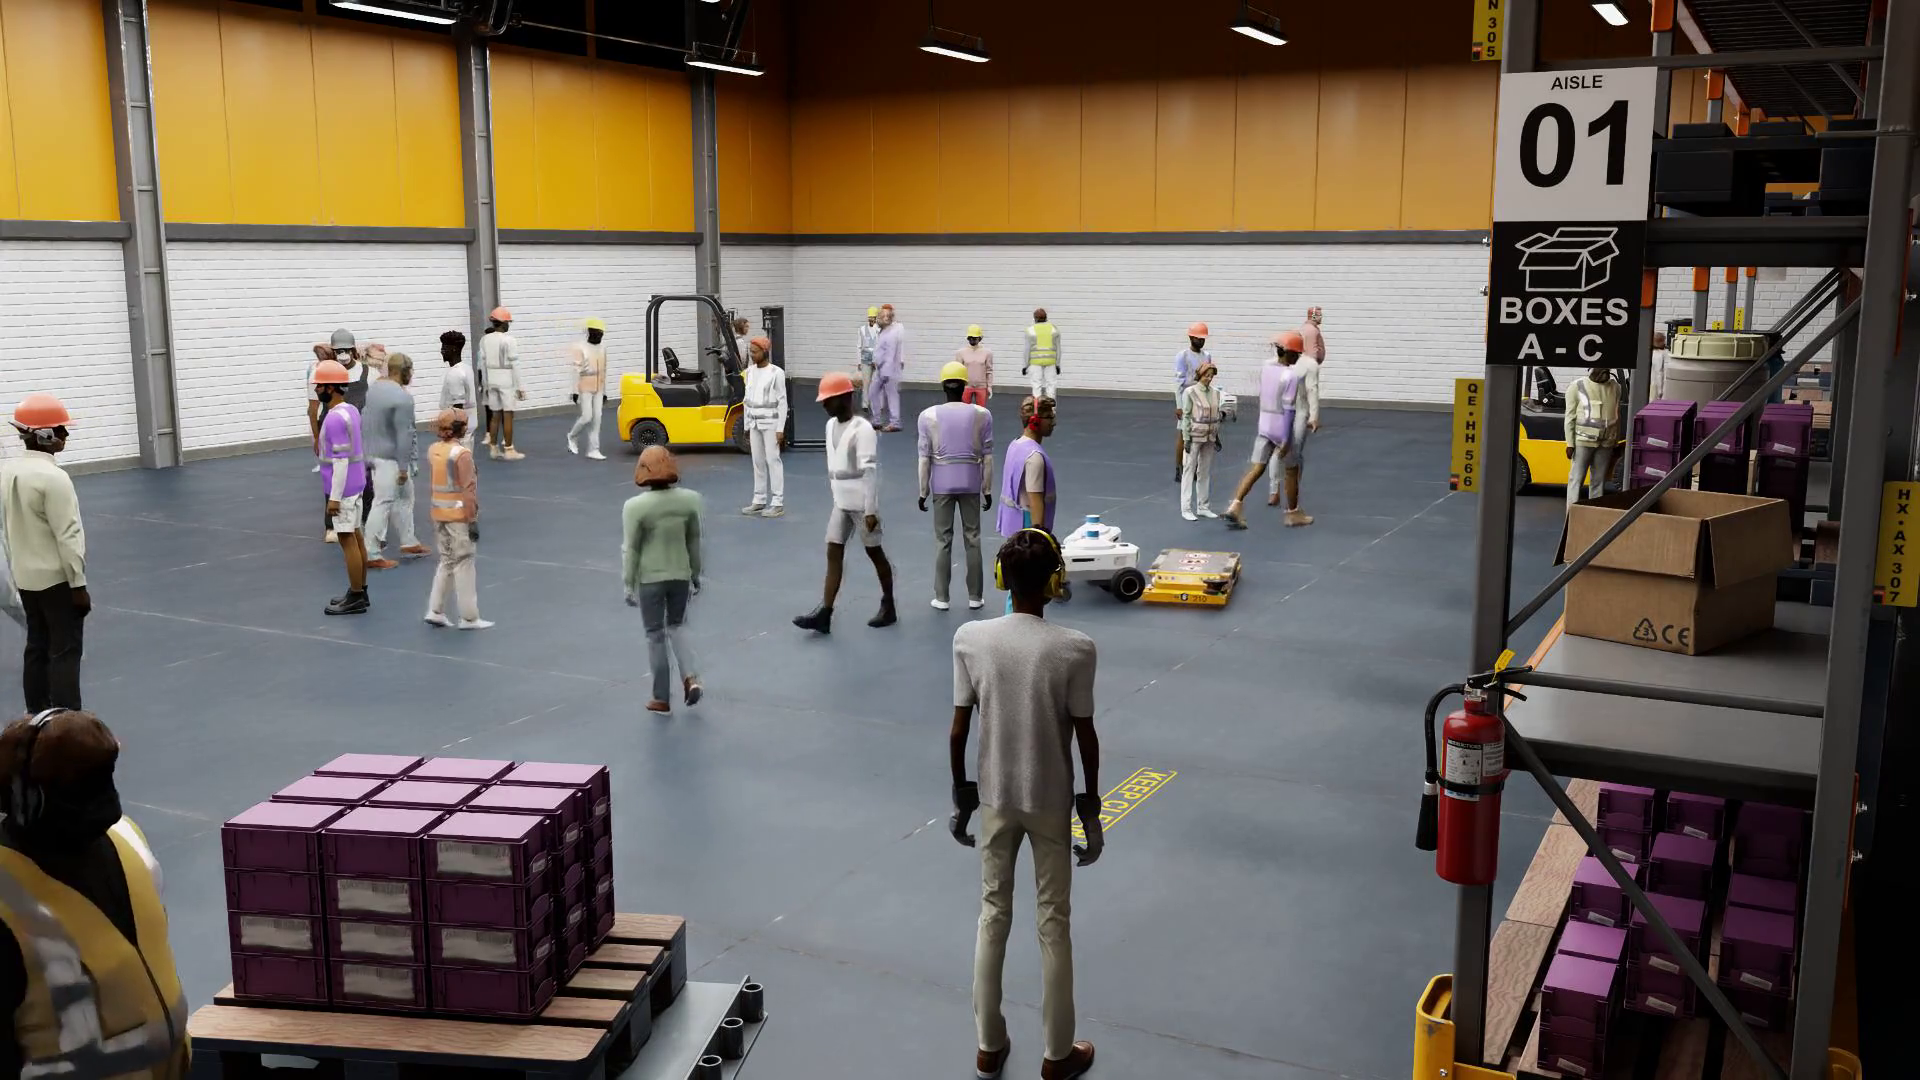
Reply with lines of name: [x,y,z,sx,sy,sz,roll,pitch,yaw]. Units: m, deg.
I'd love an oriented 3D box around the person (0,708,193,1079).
person: [-1.961,1.239,3.568,0.797,1.820,0.633,1,10,5]

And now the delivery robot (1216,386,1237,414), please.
delivery robot: [4.233,-2.275,27.247,0.477,0.478,0.707,-3,10,-23]

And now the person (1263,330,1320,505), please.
person: [3.574,-1.316,18.081,0.653,1.904,0.862,3,10,19]

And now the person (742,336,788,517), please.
person: [-2.047,-1.182,17.369,0.585,1.882,0.337,8,13,40]

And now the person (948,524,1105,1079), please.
person: [0.220,0.875,5.507,0.538,1.869,0.312,3,10,18]

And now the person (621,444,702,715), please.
person: [-1.768,0.241,9.863,0.517,1.621,0.361,-8,13,-39]

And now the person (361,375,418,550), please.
person: [-5.242,-0.699,15.298,0.507,1.632,0.268,-1,10,-7]

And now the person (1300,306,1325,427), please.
person: [5.575,-2.742,26.337,0.399,1.909,0.642,0,10,0]

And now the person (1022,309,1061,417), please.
person: [1.360,-2.909,27.587,0.675,1.829,0.429,-2,10,-12]

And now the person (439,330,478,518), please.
person: [-5.119,-1.155,16.974,0.367,1.966,0.604,-1,10,-7]

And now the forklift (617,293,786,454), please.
forklift: [-3.588,-2.317,23.042,2.313,2.155,1.214,-1,10,-5]

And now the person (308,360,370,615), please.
person: [-4.722,-0.397,12.666,0.365,1.939,0.542,-1,10,-8]

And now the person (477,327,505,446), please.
person: [-6.625,-2.187,23.721,0.537,1.698,0.321,2,10,10]

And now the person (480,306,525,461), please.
person: [-6.046,-2.065,22.028,0.615,2.040,0.396,6,11,31]

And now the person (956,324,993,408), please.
person: [0.199,-2.096,23.012,0.526,1.765,0.329,0,10,-2]

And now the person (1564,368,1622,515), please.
person: [6.200,-0.969,16.276,0.586,1.837,0.403,-2,10,-11]

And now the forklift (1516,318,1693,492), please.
forklift: [7.066,-1.601,18.899,2.313,2.155,1.214,5,11,27]

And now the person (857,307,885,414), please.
person: [-1.475,-3.059,28.387,0.586,1.833,0.403,0,10,2]

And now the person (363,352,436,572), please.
person: [-4.965,-0.697,14.589,0.648,1.871,0.876,9,14,44]

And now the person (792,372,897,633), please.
person: [-0.813,-0.260,12.020,0.960,1.875,0.686,-9,13,-41]

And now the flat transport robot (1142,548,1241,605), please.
flat transport robot: [1.907,0.282,13.558,0.652,0.197,1.431,2,10,14]

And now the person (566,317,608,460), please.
person: [-4.970,-2.025,22.190,0.570,1.902,0.624,7,12,35]

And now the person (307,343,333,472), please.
person: [-7.914,-1.647,20.784,0.536,1.636,0.325,3,10,16]

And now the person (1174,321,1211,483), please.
person: [2.813,-1.643,19.893,0.551,1.933,0.376,-7,12,-36]

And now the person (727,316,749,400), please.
person: [-3.359,-2.404,24.666,0.811,1.819,0.529,-6,11,-31]

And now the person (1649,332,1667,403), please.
person: [9.878,-2.149,23.734,0.309,1.620,0.502,-1,10,-5]

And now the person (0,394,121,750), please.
person: [-4.915,0.206,9.017,0.622,1.994,0.381,7,12,33]

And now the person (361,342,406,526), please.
person: [-5.867,-1.053,16.667,0.679,1.869,0.460,-1,10,-4]

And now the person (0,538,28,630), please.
person: [-6.300,0.051,10.753,0.500,1.706,0.876,7,12,34]

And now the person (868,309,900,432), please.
person: [-1.230,-2.582,25.455,0.689,1.883,0.680,-3,10,-19]

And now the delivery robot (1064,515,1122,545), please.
delivery robot: [1.114,0.033,13.907,0.477,0.478,0.707,4,11,20]

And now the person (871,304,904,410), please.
person: [-1.234,-3.066,28.284,0.573,1.883,0.355,0,10,-2]

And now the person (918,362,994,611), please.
person: [-0.036,-0.408,12.793,0.585,1.917,0.381,-1,10,-6]

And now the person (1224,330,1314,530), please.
person: [3.094,-1.084,16.515,1.044,1.993,0.624,-6,11,-31]

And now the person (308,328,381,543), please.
person: [-5.820,-0.996,15.841,0.683,2.000,0.538,-4,11,-22]

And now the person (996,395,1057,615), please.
person: [0.433,-0.011,10.703,0.373,1.843,0.571,-2,10,-11]

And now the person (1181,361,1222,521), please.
person: [2.486,-1.023,17.162,0.512,1.640,0.311,-7,12,-35]

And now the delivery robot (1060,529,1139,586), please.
delivery robot: [1.050,0.154,13.209,0.707,0.478,0.477,-2,10,-12]

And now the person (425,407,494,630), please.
person: [-3.698,-0.144,12.115,0.526,1.633,0.416,9,13,41]
